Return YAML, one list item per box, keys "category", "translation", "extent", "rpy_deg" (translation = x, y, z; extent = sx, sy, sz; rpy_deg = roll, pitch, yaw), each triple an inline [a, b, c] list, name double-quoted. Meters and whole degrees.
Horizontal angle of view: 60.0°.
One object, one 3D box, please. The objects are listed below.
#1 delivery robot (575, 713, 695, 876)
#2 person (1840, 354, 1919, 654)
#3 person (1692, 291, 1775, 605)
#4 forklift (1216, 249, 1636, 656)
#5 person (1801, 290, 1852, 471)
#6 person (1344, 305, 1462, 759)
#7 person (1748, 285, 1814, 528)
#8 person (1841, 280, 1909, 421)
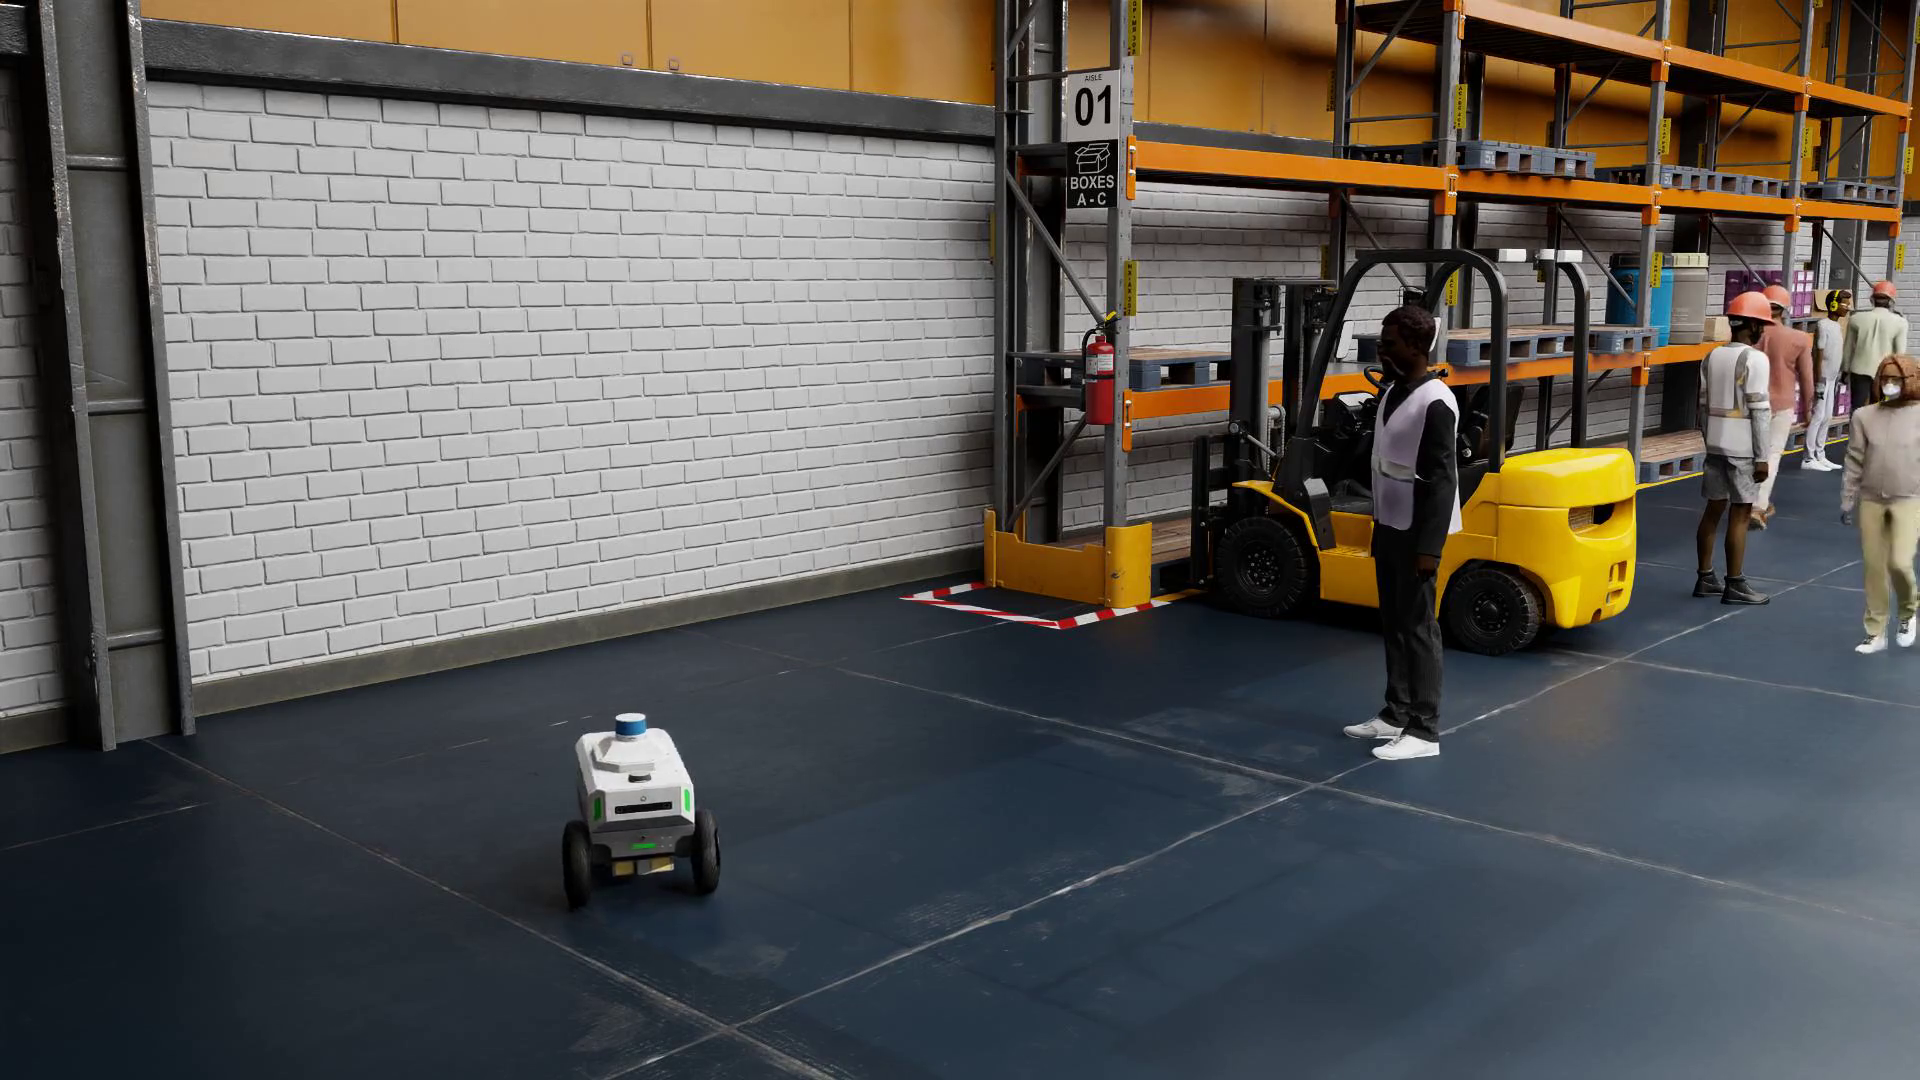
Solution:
- category: "delivery robot"
  translation: [-1.115, 0.833, 5.660]
  extent: [0.477, 0.478, 0.707]
  rpy_deg: [-3, 10, -17]
- category: "person"
  translation: [4.979, -0.184, 8.901]
  extent: [0.354, 1.620, 0.529]
  rpy_deg: [-7, 11, -36]
- category: "person"
  translation: [4.820, -0.566, 10.311]
  extent: [0.363, 1.933, 0.543]
  rpy_deg: [-2, 10, -15]
- category: "forklift"
  translation: [2.710, -0.584, 9.626]
  extent: [2.313, 2.155, 1.214]
  rpy_deg: [9, 13, 43]
- category: "person"
  translation: [8.934, -1.639, 17.127]
  extent: [0.510, 1.860, 0.334]
  rpy_deg: [-9, 13, -43]
- category: "person"
  translation: [1.915, -0.032, 7.081]
  extent: [0.377, 1.917, 0.600]
  rpy_deg: [-1, 9, -6]
- category: "person"
  translation: [6.530, -1.083, 13.463]
  extent: [0.608, 1.952, 1.052]
  rpy_deg: [8, 12, 41]
- category: "person"
  translation: [9.851, -1.820, 17.959]
  extent: [0.616, 1.956, 0.968]
  rpy_deg: [5, 11, 29]
